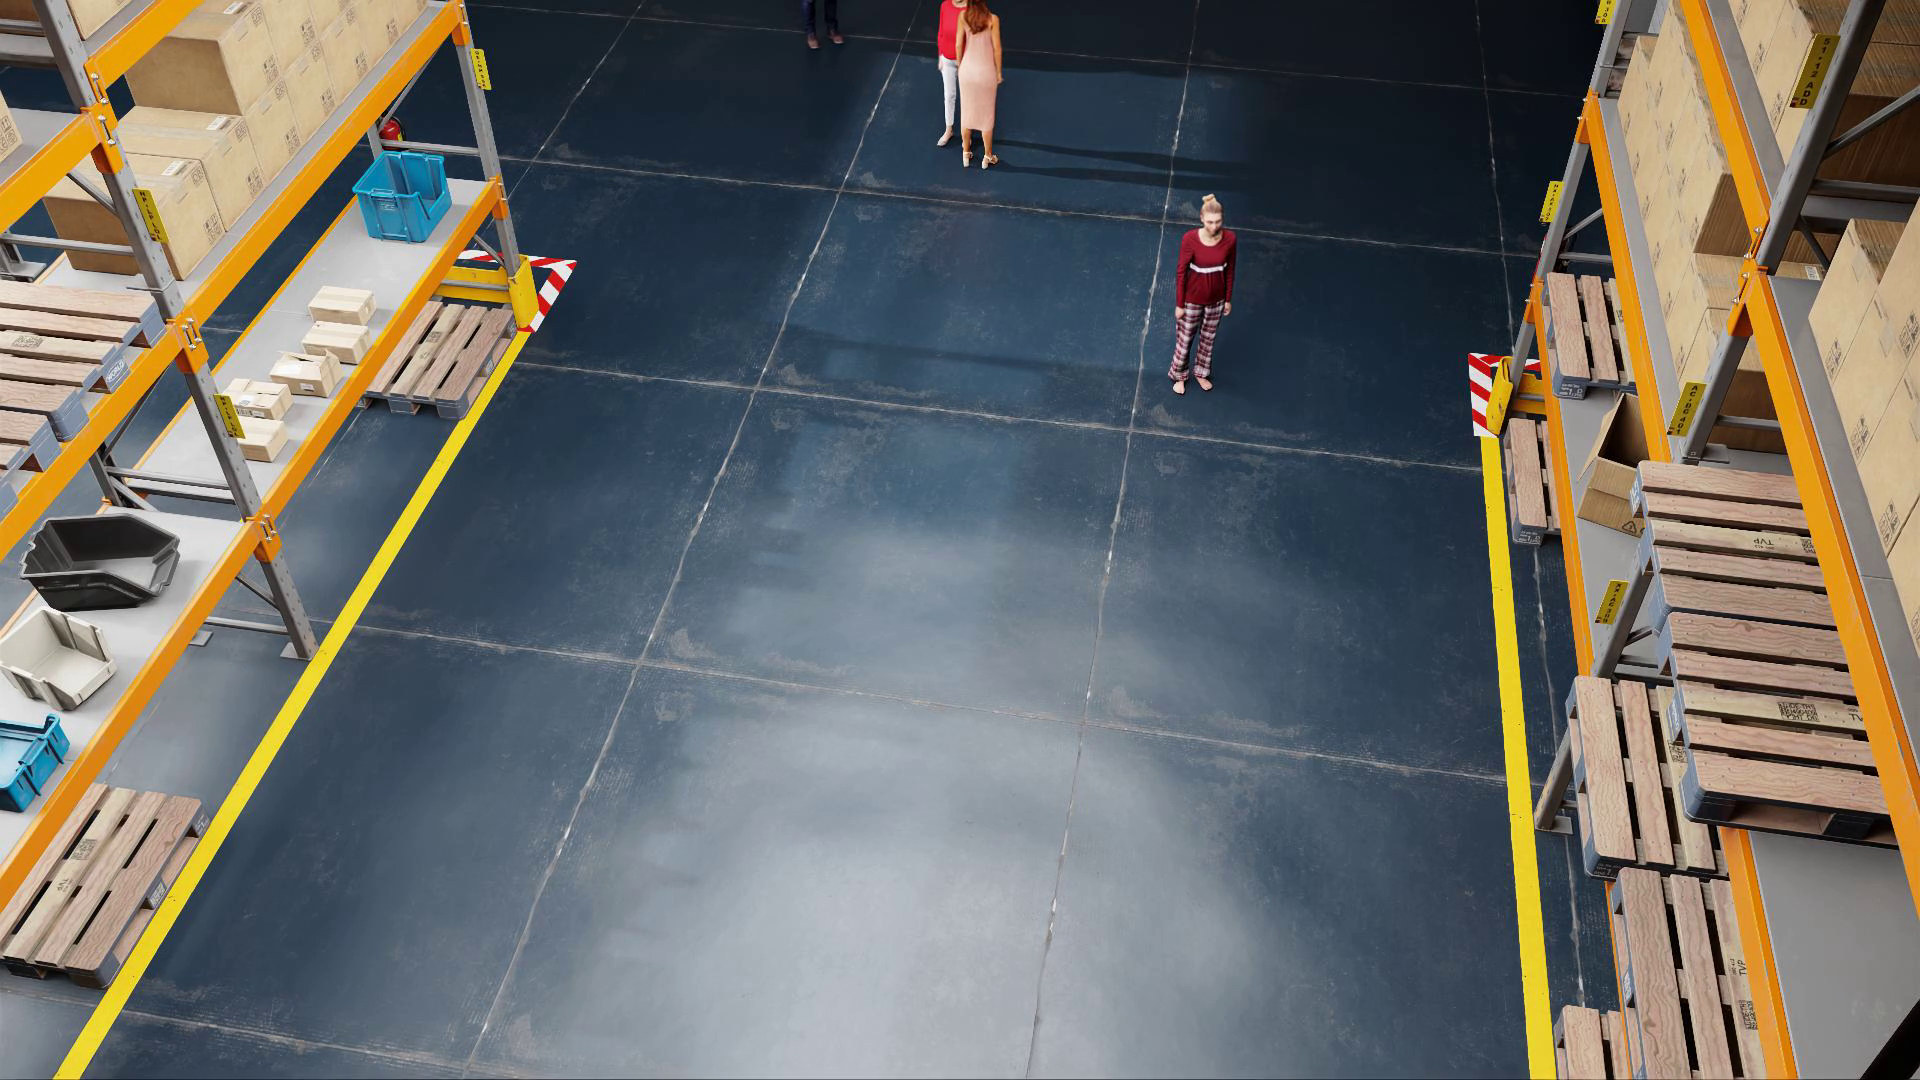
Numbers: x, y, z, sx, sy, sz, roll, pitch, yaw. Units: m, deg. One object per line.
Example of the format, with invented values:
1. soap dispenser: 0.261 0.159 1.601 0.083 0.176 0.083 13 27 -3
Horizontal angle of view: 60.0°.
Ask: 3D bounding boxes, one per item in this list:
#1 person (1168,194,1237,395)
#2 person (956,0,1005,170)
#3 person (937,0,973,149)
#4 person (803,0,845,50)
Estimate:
1. person: 1.861 -1.870 12.760 0.676 1.698 0.632 -8 44 -9
2. person: 0.161 -4.240 15.151 0.624 1.831 0.576 15 46 15
3. person: -0.006 -4.469 15.491 0.558 1.693 0.556 11 45 11
4. person: -1.448 -5.935 16.922 0.863 1.842 0.884 -18 46 -18
